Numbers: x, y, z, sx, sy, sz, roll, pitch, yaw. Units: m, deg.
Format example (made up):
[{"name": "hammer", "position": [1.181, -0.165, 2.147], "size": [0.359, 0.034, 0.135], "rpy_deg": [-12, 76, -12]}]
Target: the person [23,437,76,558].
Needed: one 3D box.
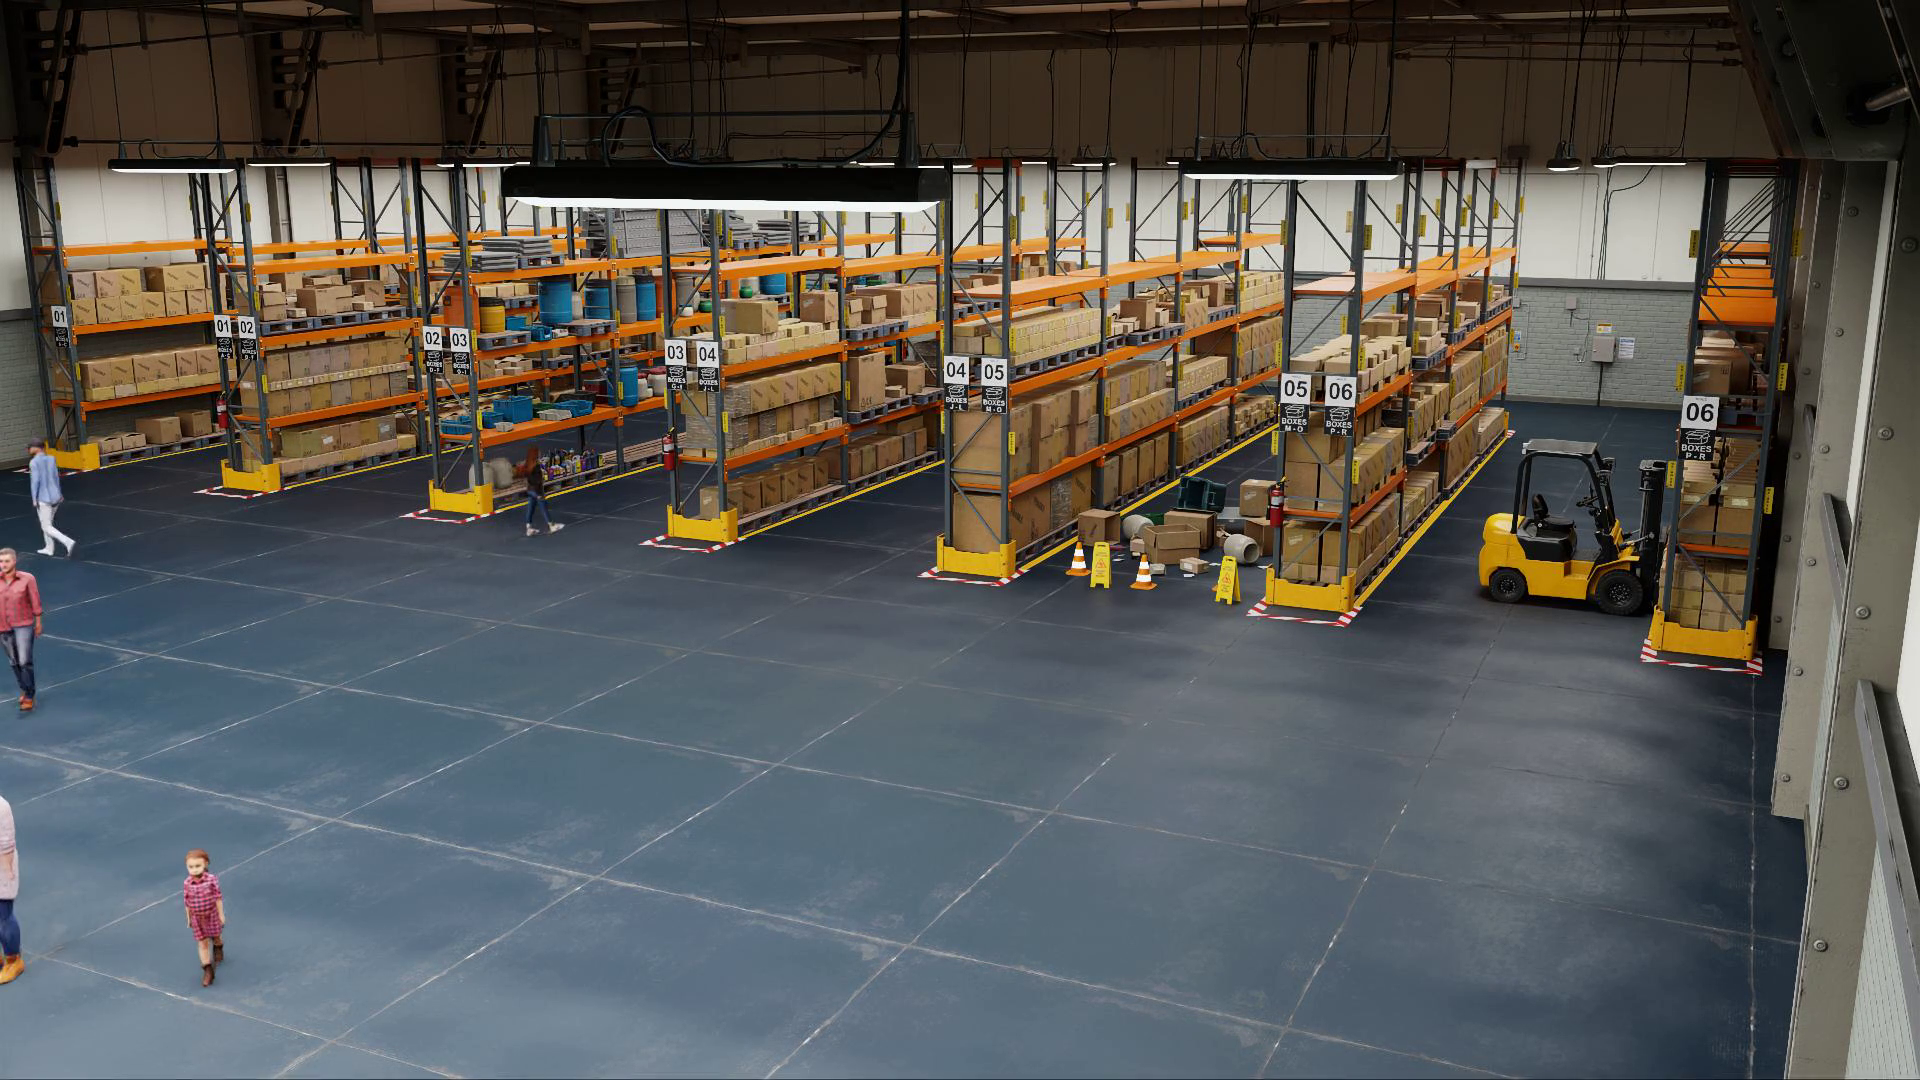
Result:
[{"name": "person", "position": [-13.859, -0.626, 25.344], "size": [0.830, 1.859, 1.017], "rpy_deg": [3, 13, 15]}]

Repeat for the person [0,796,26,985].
[{"name": "person", "position": [-7.264, 2.422, 12.444], "size": [0.709, 1.742, 0.660], "rpy_deg": [4, 14, 17]}]

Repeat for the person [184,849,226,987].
[{"name": "person", "position": [-5.651, 2.790, 12.486], "size": [0.678, 1.007, 0.760], "rpy_deg": [-4, 14, -15]}]

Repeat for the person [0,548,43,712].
[{"name": "person", "position": [-10.551, 0.961, 18.616], "size": [0.999, 1.805, 1.108], "rpy_deg": [-2, 13, -9]}]

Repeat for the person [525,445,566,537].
[{"name": "person", "position": [-6.935, -0.786, 26.915], "size": [0.766, 1.463, 0.937], "rpy_deg": [12, 18, 43]}]
